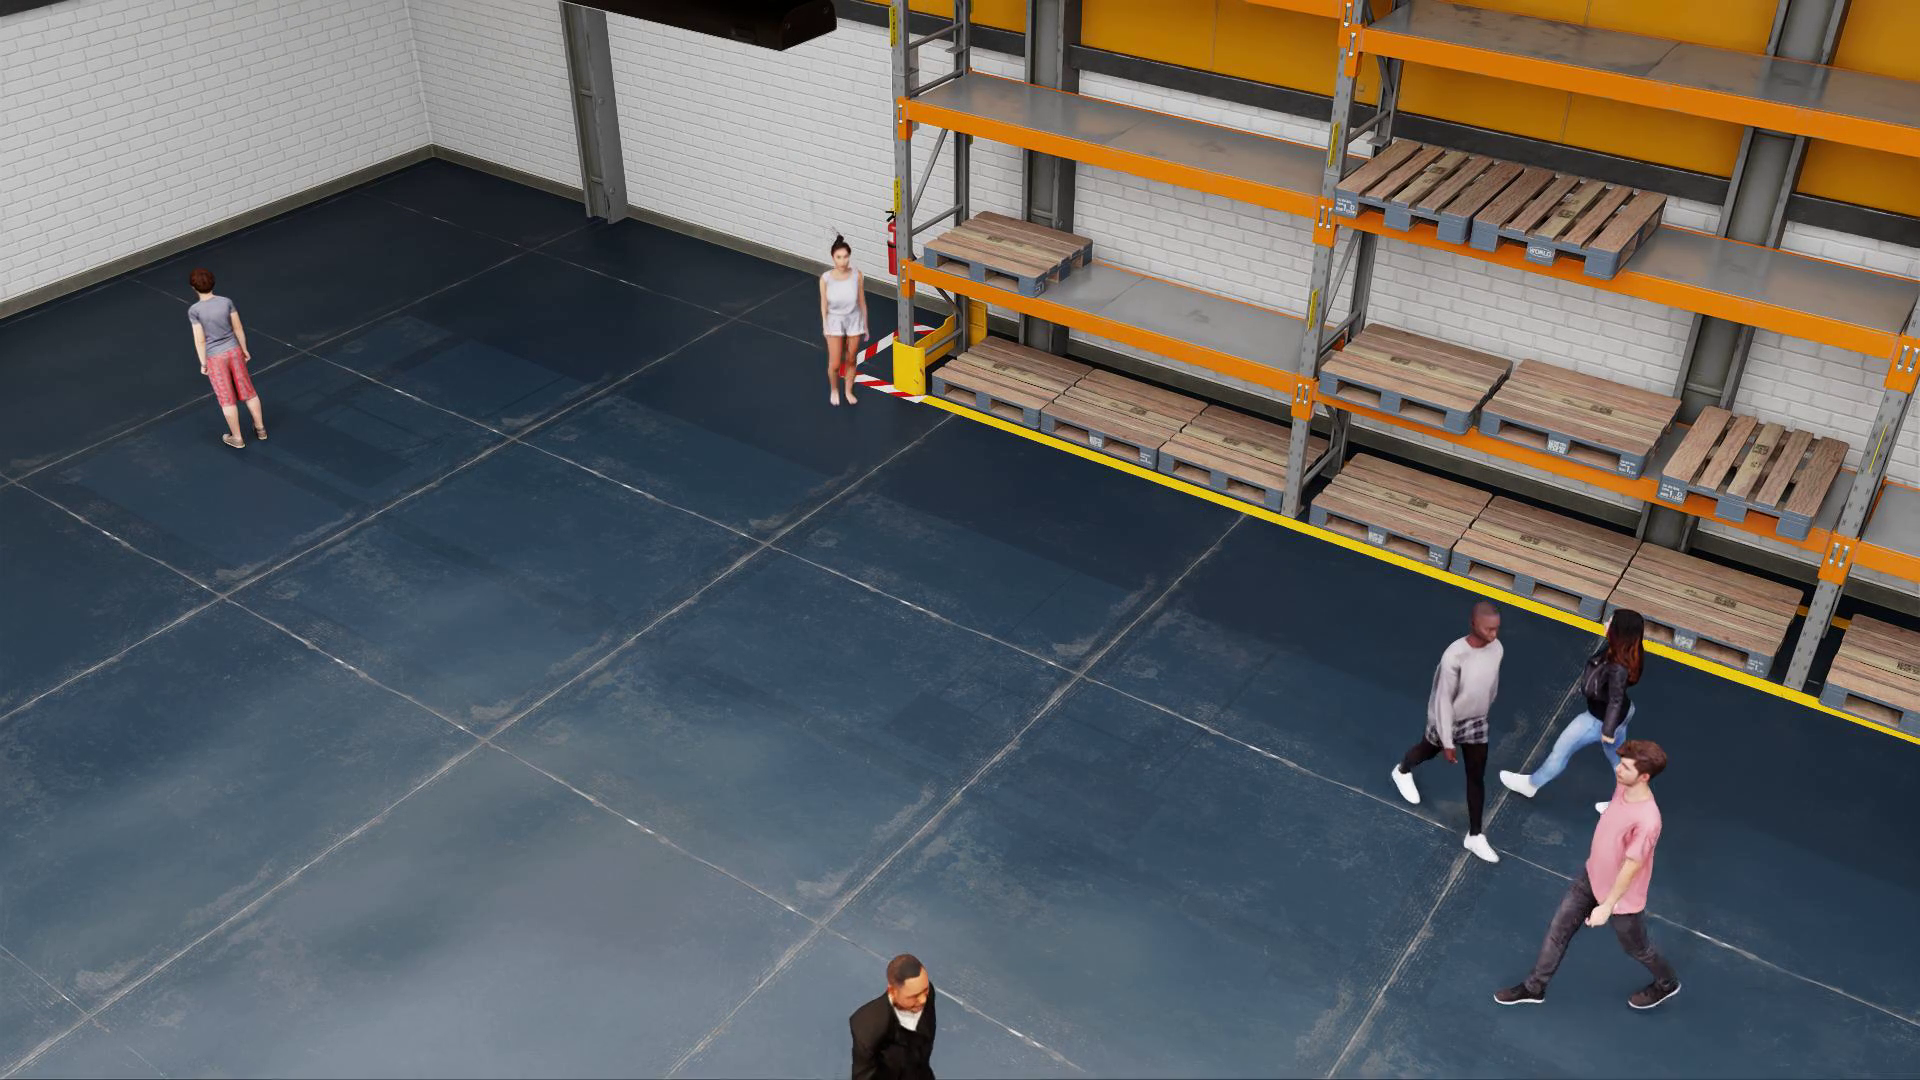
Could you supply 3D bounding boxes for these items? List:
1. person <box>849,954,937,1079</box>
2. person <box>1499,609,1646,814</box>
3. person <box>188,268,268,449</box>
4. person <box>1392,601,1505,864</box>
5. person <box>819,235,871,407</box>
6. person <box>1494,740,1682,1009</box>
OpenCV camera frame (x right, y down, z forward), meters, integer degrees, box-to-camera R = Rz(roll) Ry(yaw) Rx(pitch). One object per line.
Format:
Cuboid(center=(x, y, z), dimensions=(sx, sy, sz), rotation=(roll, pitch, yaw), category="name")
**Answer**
Cuboid(center=(-0.388, 2.618, 8.015), dimensions=(0.853, 1.877, 1.213), rotation=(-26, 41, -33), category="person")
Cuboid(center=(4.150, 1.136, 10.502), dimensions=(1.091, 1.593, 0.655), rotation=(19, 38, 26), category="person")
Cuboid(center=(-6.445, -1.596, 14.562), dimensions=(0.631, 1.649, 0.589), rotation=(-27, 42, -35), category="person")
Cuboid(center=(3.049, 1.089, 10.457), dimensions=(1.113, 1.721, 1.268), rotation=(-11, 35, -16), category="person")
Cuboid(center=(-1.078, -2.012, 15.230), dimensions=(0.674, 1.603, 0.714), rotation=(-11, 35, -16), category="person")
Cuboid(center=(3.674, 1.906, 9.059), dimensions=(1.271, 1.908, 1.189), rotation=(-5, 34, -7), category="person")
